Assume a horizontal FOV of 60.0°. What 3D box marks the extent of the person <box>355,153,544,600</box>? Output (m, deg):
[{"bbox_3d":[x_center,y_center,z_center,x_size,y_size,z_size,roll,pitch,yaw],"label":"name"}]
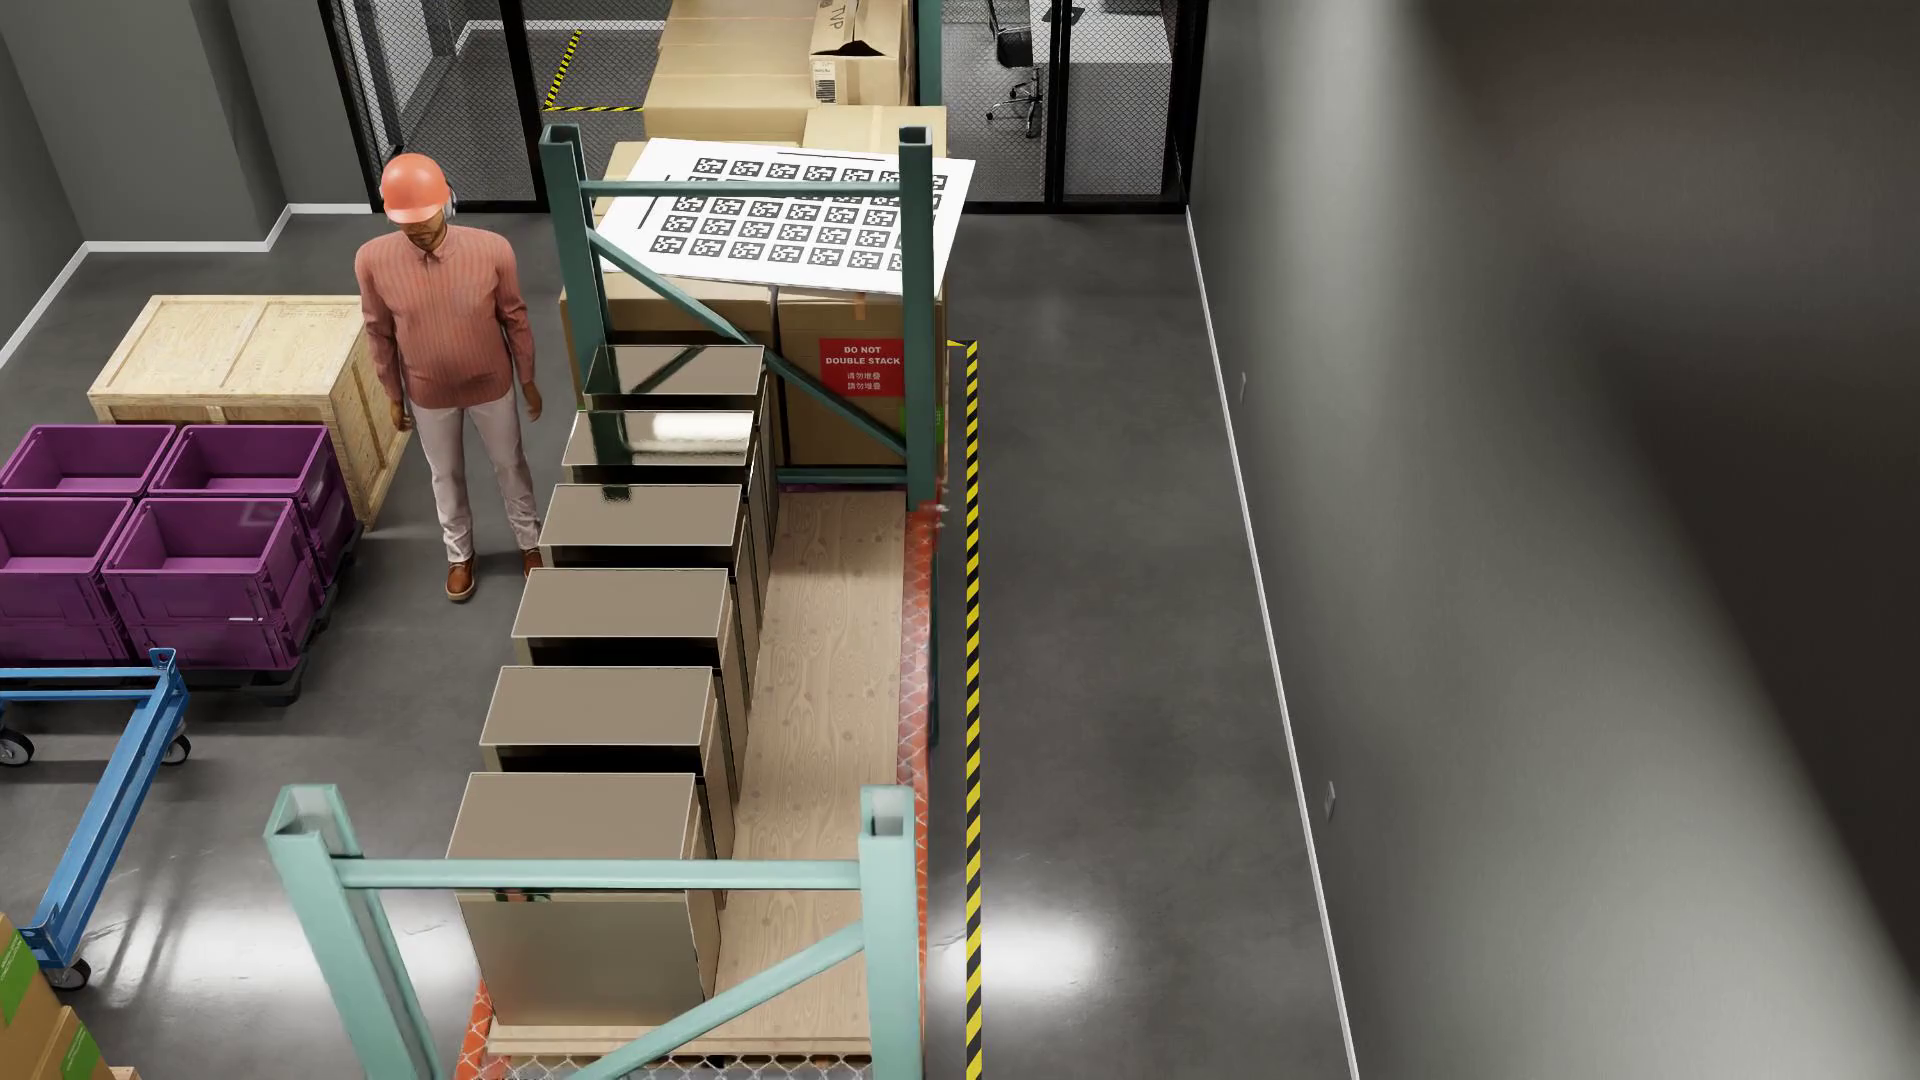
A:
[{"bbox_3d":[-1.966,-0.615,6.546,0.608,1.996,0.382,-9,42,-10],"label":"person"}]
